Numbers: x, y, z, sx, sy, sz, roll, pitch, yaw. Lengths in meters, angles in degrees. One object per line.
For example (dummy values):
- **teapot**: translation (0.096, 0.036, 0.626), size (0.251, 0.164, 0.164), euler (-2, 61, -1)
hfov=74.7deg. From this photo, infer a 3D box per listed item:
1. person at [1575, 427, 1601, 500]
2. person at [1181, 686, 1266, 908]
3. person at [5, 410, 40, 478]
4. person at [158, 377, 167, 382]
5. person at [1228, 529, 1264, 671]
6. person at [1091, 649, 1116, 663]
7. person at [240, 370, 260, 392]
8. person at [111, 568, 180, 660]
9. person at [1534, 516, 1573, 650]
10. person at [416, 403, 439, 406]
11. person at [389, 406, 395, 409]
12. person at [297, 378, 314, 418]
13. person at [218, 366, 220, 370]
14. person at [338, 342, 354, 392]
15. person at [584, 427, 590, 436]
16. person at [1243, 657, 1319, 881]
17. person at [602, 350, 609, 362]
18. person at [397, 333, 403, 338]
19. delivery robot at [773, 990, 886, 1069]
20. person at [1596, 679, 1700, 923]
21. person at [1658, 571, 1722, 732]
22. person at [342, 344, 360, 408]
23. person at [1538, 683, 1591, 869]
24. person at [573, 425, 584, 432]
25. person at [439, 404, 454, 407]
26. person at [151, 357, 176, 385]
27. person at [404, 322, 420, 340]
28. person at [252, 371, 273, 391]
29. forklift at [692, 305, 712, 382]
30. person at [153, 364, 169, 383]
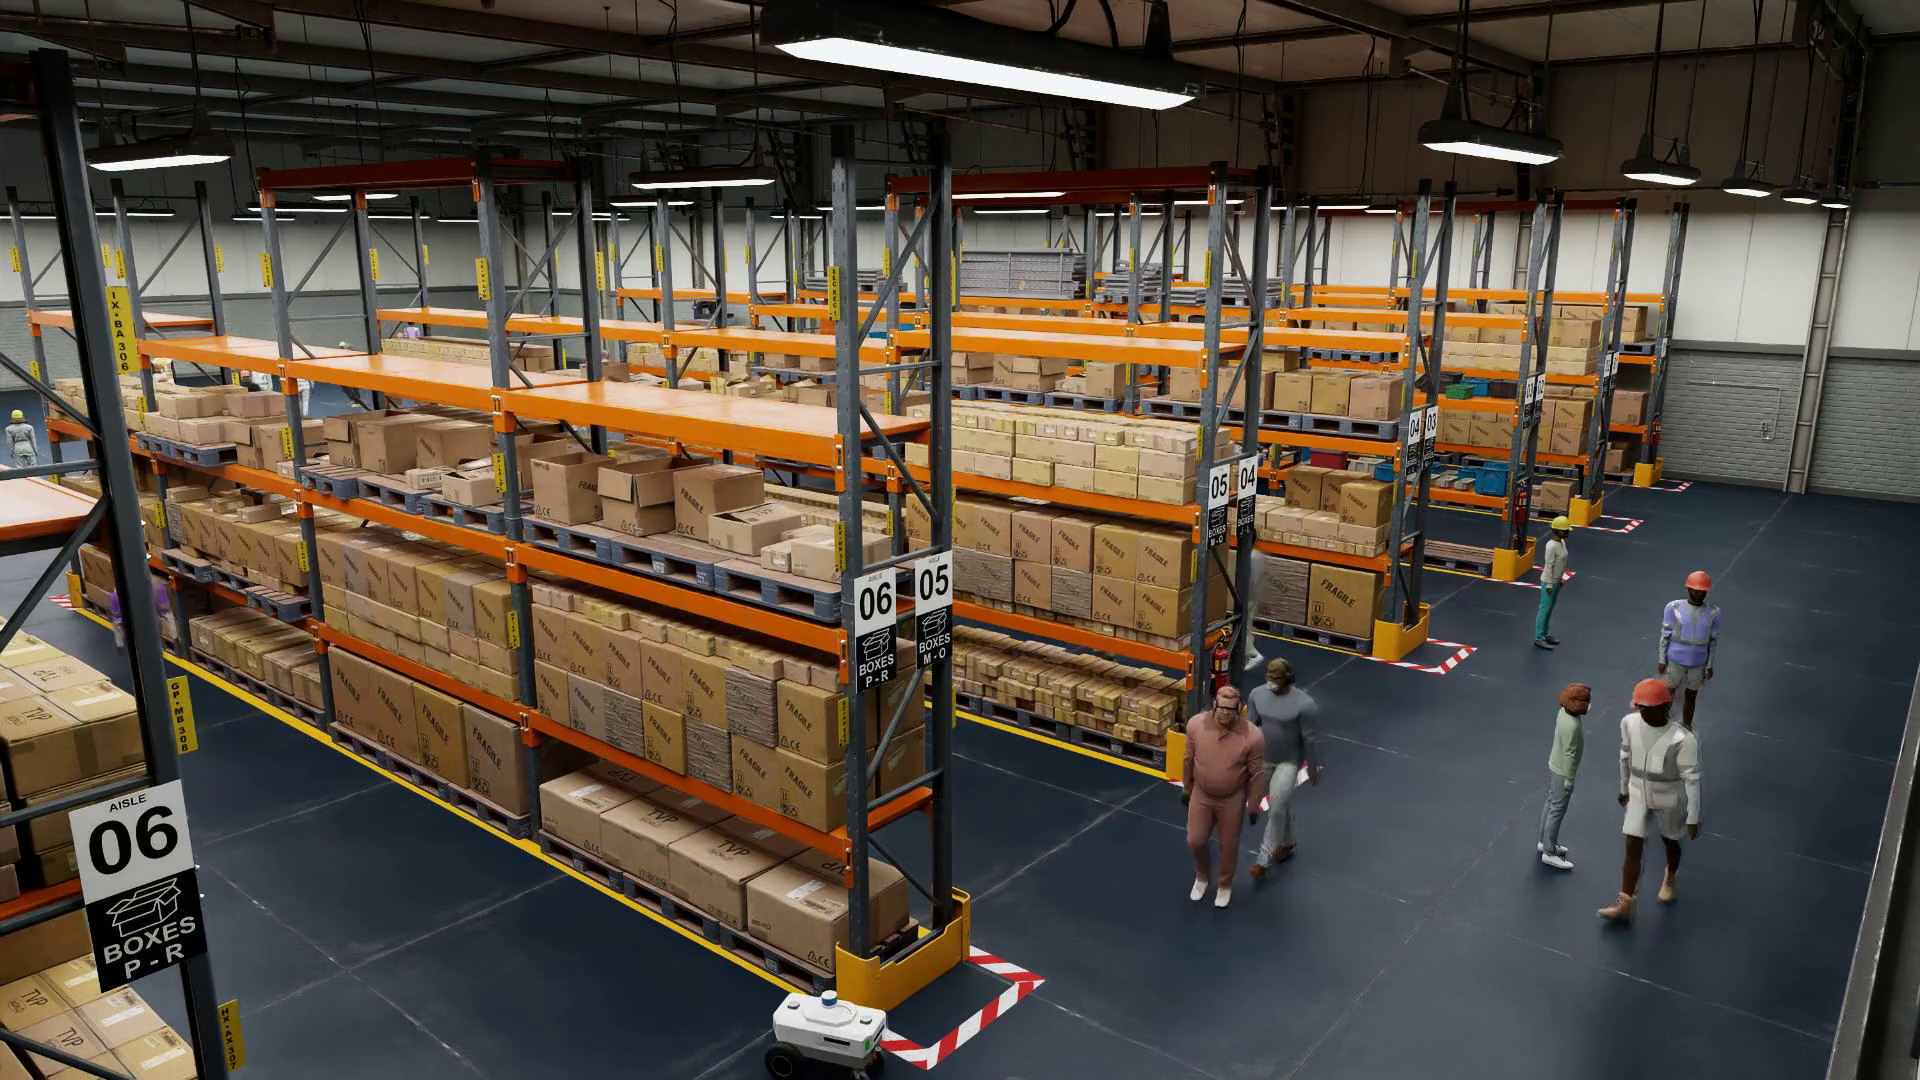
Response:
- **person**: translation (12.572, -1.656, 25.299), size (0.611, 1.988, 0.391), euler (-10, 17, -36)
- **person**: translation (2.102, 2.074, 10.156), size (0.676, 1.888, 0.478), euler (6, 15, 22)
- **person**: translation (-19.930, -1.894, 26.787), size (0.488, 1.743, 0.319), euler (-10, 17, -34)
- **person**: translation (-19.835, -3.125, 31.527), size (0.407, 1.902, 0.639), euler (5, 15, 20)
- **person**: translation (3.611, 0.742, 15.716), size (0.443, 1.856, 0.527), euler (13, 18, 42)
- **person**: translation (1.827, 0.655, 16.057), size (0.478, 1.867, 0.582), euler (12, 18, 40)
- **person**: translation (-18.440, -3.447, 32.717), size (0.621, 1.972, 0.769), euler (-10, 17, -35)
- **person**: translation (-9.302, 1.061, 14.322), size (0.949, 1.898, 0.552), euler (9, 17, 34)
- **person**: translation (7.870, 0.550, 16.688), size (0.308, 1.769, 0.525), euler (11, 17, 38)
- **person**: translation (-14.278, -3.669, 33.750), size (0.652, 1.906, 0.403), euler (-10, 17, -36)
- **person**: translation (-14.232, -3.075, 31.449), size (0.378, 1.859, 0.557), euler (1, 14, 3)
- **person**: translation (-19.408, -4.485, 37.111), size (0.609, 1.914, 0.932), euler (-4, 14, -18)
- **person**: translation (-26.537, -6.393, 45.388), size (0.315, 1.696, 0.540), euler (4, 14, 18)
- **person**: translation (-21.382, -6.005, 43.732), size (0.546, 1.727, 0.875), euler (-13, 19, -43)
- **person**: translation (-9.712, -3.480, 32.945), size (0.646, 1.922, 0.650), euler (-3, 14, -13)
- **person**: translation (2.635, 1.928, 10.729), size (0.944, 1.896, 0.662), euler (-12, 18, -40)
- **person**: translation (-10.960, -4.905, 38.878), size (0.650, 1.887, 0.709), euler (10, 17, 35)
- **person**: translation (-20.207, -6.553, 45.660), size (0.533, 1.891, 0.954), euler (-6, 15, -25)
- **delivery robot**: translation (-0.850, 3.190, 8.246), size (0.707, 0.478, 0.477), euler (5, 14, 18)
- **person**: translation (5.581, 2.060, 10.061), size (1.075, 1.974, 0.736), euler (-9, 16, -33)
- **person**: translation (7.720, 1.270, 13.365), size (0.548, 1.939, 0.365), euler (4, 14, 14)
- **person**: translation (-19.233, -5.178, 39.765), size (0.706, 2.000, 0.542), euler (2, 14, 10)
- **person**: translation (5.257, 2.015, 10.935), size (0.266, 1.631, 0.507), euler (5, 14, 18)
- **person**: translation (-10.654, -3.845, 35.057), size (0.503, 1.630, 0.318), euler (-8, 16, -31)
- **person**: translation (-12.041, -2.694, 29.675), size (0.352, 1.936, 0.635), euler (-1, 14, -5)
- **person**: translation (-25.182, -5.115, 39.868), size (0.627, 1.832, 0.428), euler (-6, 15, -23)
- **person**: translation (-22.276, -8.008, 51.315), size (0.605, 2.043, 0.379), euler (-3, 14, -14)
- **person**: translation (-20.046, -4.280, 36.179), size (0.615, 1.943, 0.399), euler (3, 14, 13)
- **forklift**: translation (-9.511, -7.392, 47.124), size (1.873, 2.768, 1.129), euler (11, 17, 38)
- **person**: translation (-23.772, -4.444, 37.541), size (0.694, 1.608, 0.511), euler (1, 14, 4)
